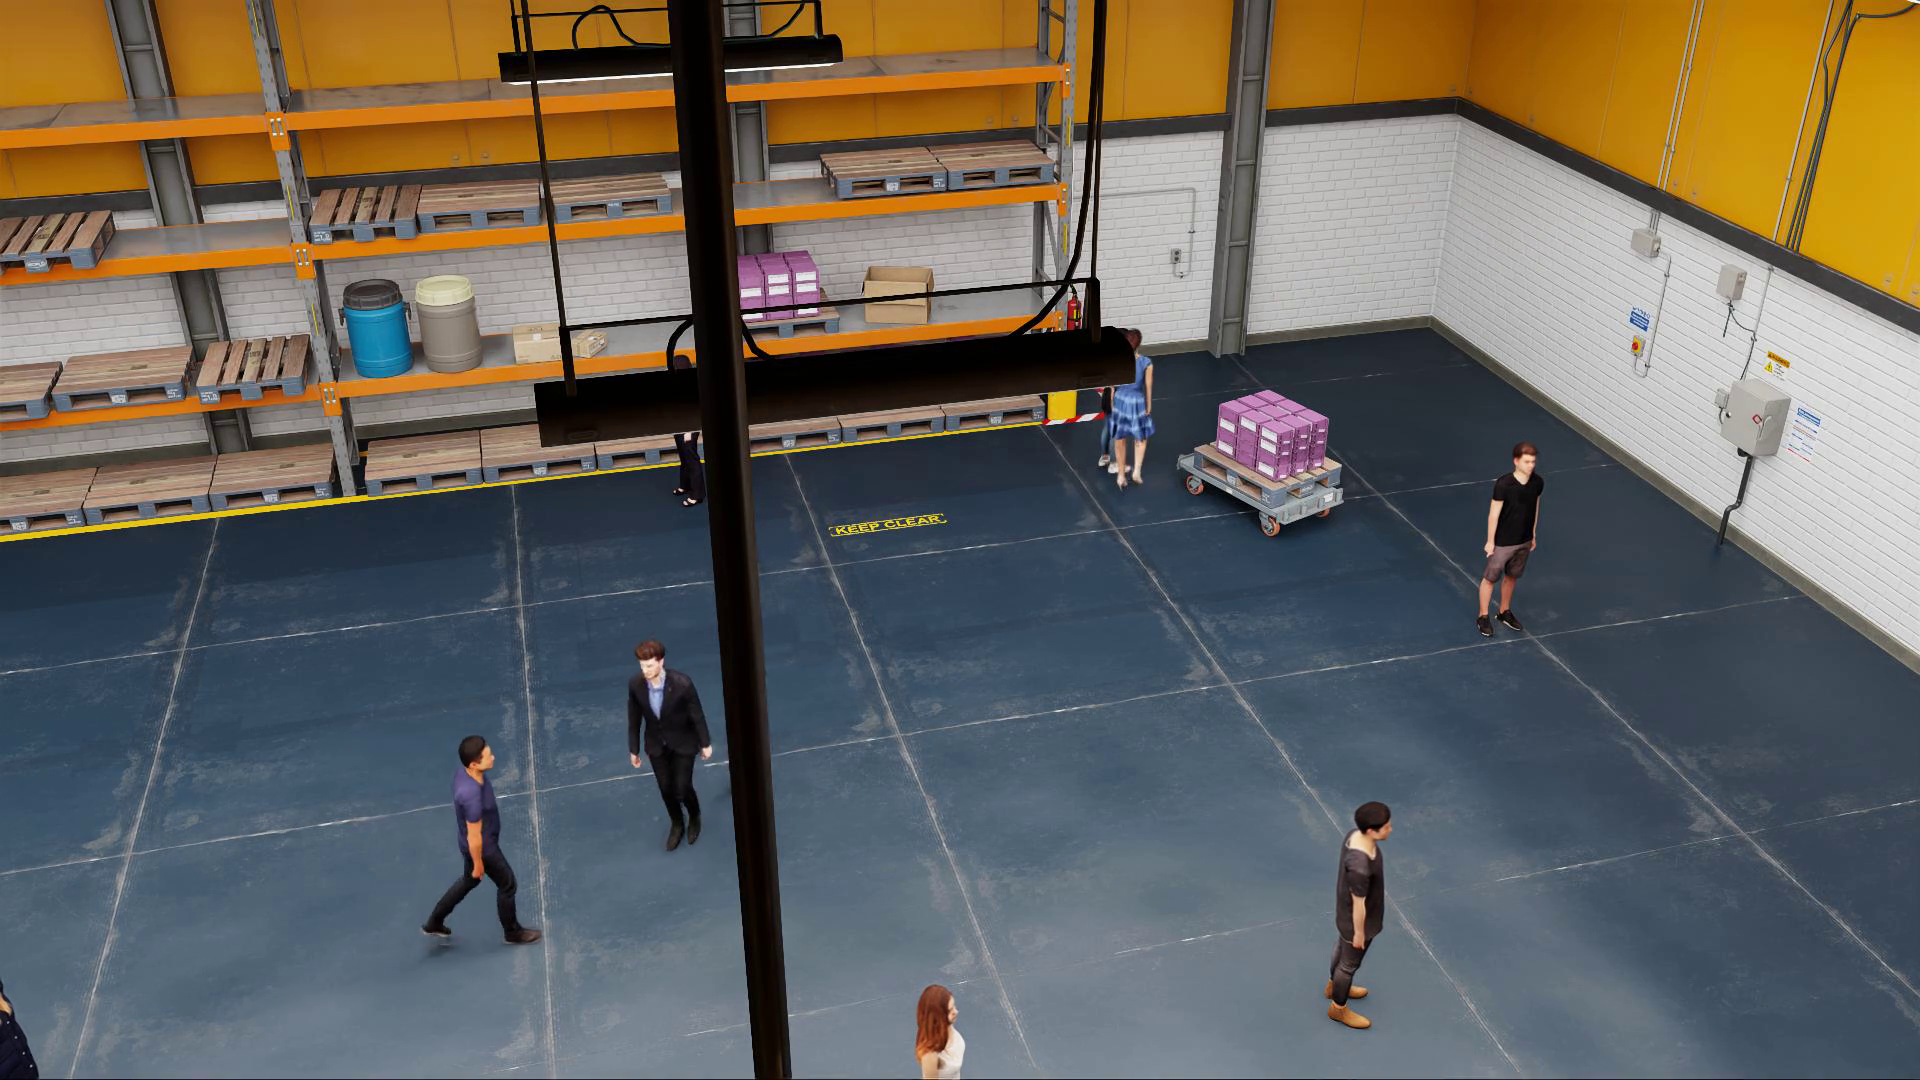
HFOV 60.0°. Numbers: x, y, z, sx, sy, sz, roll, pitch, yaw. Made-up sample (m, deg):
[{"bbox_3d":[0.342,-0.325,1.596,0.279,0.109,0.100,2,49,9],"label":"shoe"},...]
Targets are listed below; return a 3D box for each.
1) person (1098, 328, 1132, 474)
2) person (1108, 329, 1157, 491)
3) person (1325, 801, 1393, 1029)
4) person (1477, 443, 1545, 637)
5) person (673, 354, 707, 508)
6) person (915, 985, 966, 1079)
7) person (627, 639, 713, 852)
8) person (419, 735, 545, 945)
[{"bbox_3d":[1.689,-1.536,18.088,0.553,1.645,0.594,-12,31,-20],"label":"person"},{"bbox_3d":[1.762,-1.327,17.548,0.790,1.795,0.870,7,29,13],"label":"person"},{"bbox_3d":[2.577,2.395,10.808,0.690,1.715,0.706,5,29,8],"label":"person"},{"bbox_3d":[5.003,-0.037,15.113,0.511,1.863,0.723,-8,30,-15],"label":"person"},{"bbox_3d":[-2.879,-1.166,17.394,0.574,1.660,0.614,-13,31,-23],"label":"person"},{"bbox_3d":[-0.130,3.175,9.381,0.663,1.712,0.641,6,29,11],"label":"person"},{"bbox_3d":[-2.123,1.466,12.357,0.803,1.862,0.926,5,29,9],"label":"person"},{"bbox_3d":[-3.360,2.083,11.338,1.055,1.755,0.706,-12,31,-21],"label":"person"}]
